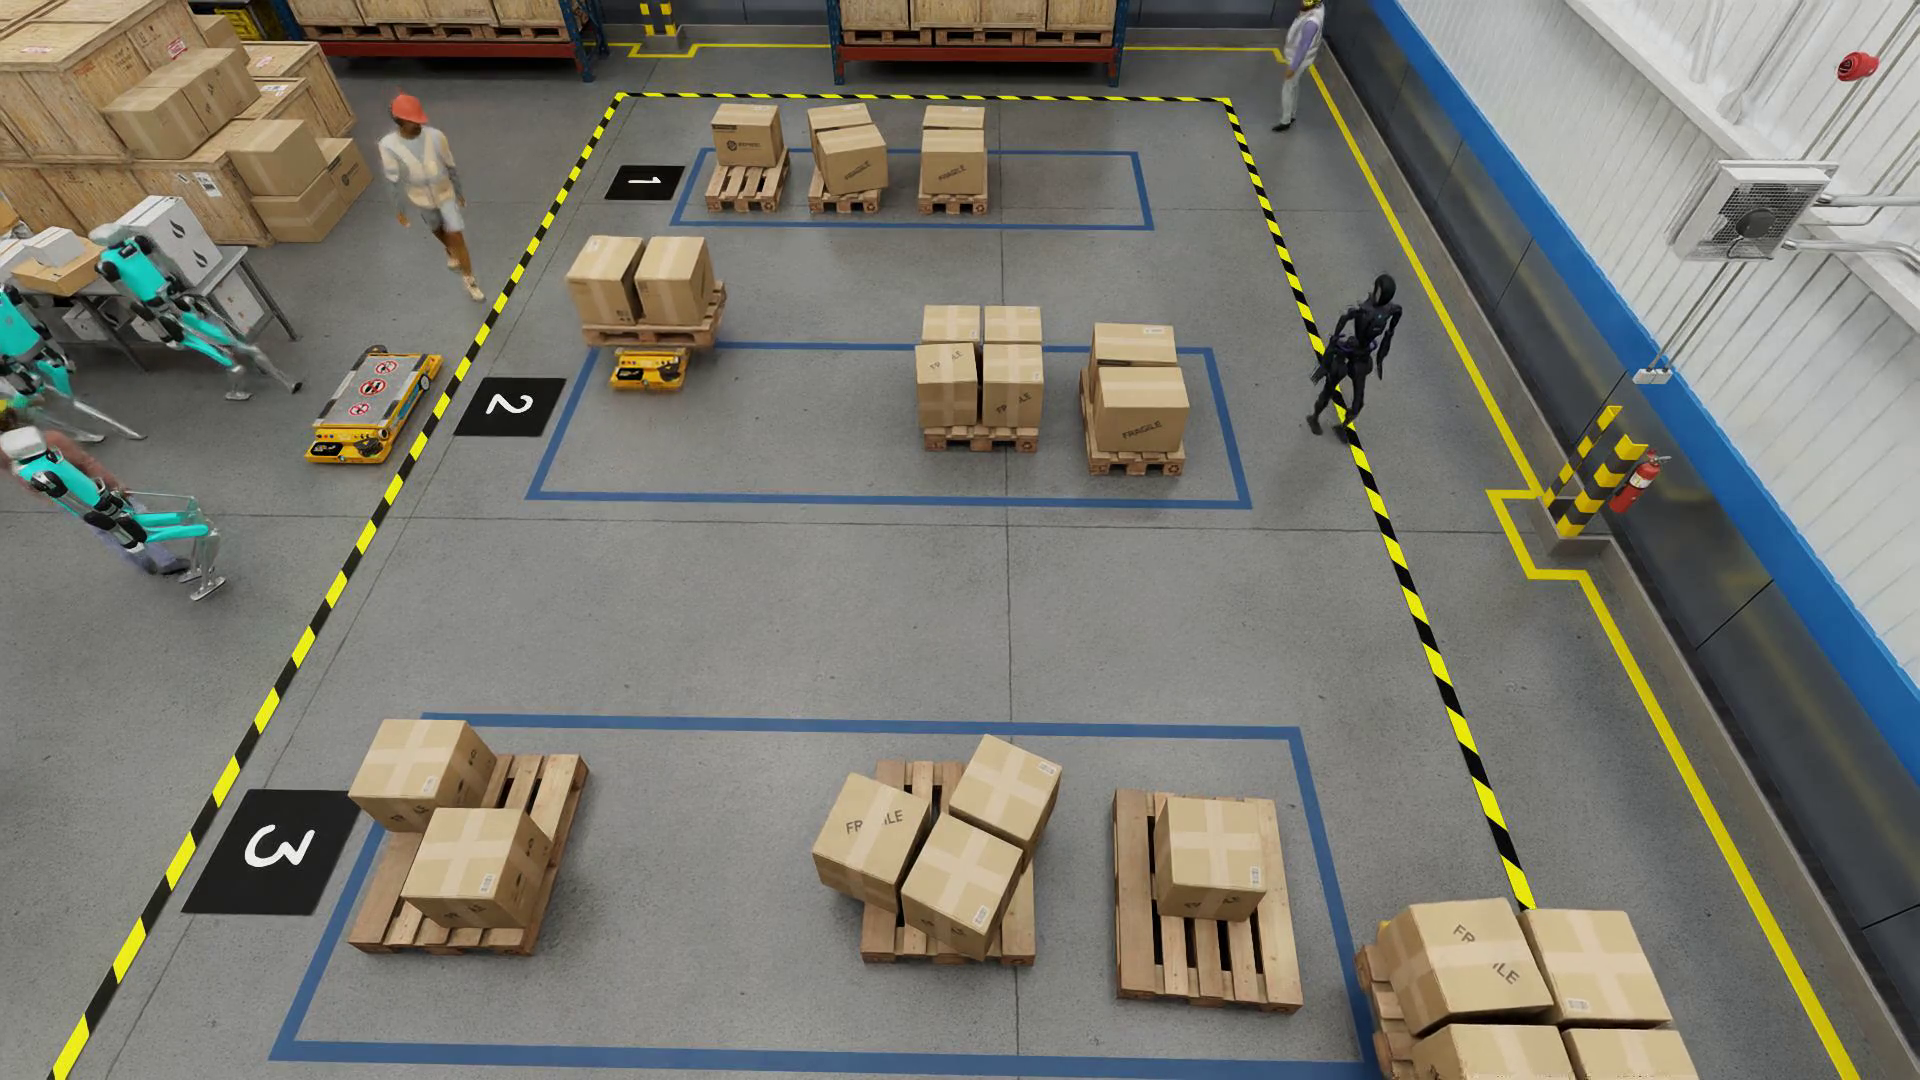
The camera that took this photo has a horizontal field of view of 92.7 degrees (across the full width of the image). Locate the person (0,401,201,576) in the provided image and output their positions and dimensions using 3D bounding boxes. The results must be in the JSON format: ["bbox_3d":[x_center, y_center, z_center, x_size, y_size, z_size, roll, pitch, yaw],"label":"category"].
[{"bbox_3d":[-6.417,-0.344,6.693,0.619,1.742,0.440,-12,51,-10],"label":"person"}]

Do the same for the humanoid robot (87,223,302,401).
[{"bbox_3d":[-6.584,-1.900,8.056,0.913,1.827,0.565,0,50,0],"label":"humanoid robot"}]

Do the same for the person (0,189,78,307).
[{"bbox_3d":[-9.326,-3.062,8.865,0.355,1.938,0.541,-6,50,-5],"label":"person"}]

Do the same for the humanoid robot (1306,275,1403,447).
[{"bbox_3d":[3.309,-1.501,7.718,0.615,1.641,0.457,-7,50,-6],"label":"humanoid robot"}]

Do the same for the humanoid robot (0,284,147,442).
[{"bbox_3d":[-7.772,-1.397,7.595,0.763,1.779,0.554,4,50,3],"label":"humanoid robot"}]

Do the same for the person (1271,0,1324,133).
[{"bbox_3d":[4.246,-6.078,11.519,0.406,1.792,0.724,13,51,11],"label":"person"}]

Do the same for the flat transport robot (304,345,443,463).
[{"bbox_3d":[-5.383,-1.269,8.441,0.659,0.231,1.431,1,50,1],"label":"flat transport robot"}]

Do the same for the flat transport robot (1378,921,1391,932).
[{"bbox_3d":[2.822,2.806,4.975,0.652,0.197,1.431,1,50,1],"label":"flat transport robot"}]

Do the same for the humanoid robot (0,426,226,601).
[{"bbox_3d":[-5.804,-0.239,6.518,0.735,1.678,0.533,-36,59,-26],"label":"humanoid robot"}]

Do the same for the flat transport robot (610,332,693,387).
[{"bbox_3d":[-2.964,-2.052,9.085,0.652,0.197,1.431,1,50,1],"label":"flat transport robot"}]

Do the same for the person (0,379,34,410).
[{"bbox_3d":[-9.089,-1.782,7.877,0.955,1.795,0.629,-15,51,-12],"label":"person"}]

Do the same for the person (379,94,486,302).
[{"bbox_3d":[-5.293,-3.467,9.177,0.686,1.981,1.024,-23,53,-18],"label":"person"}]
